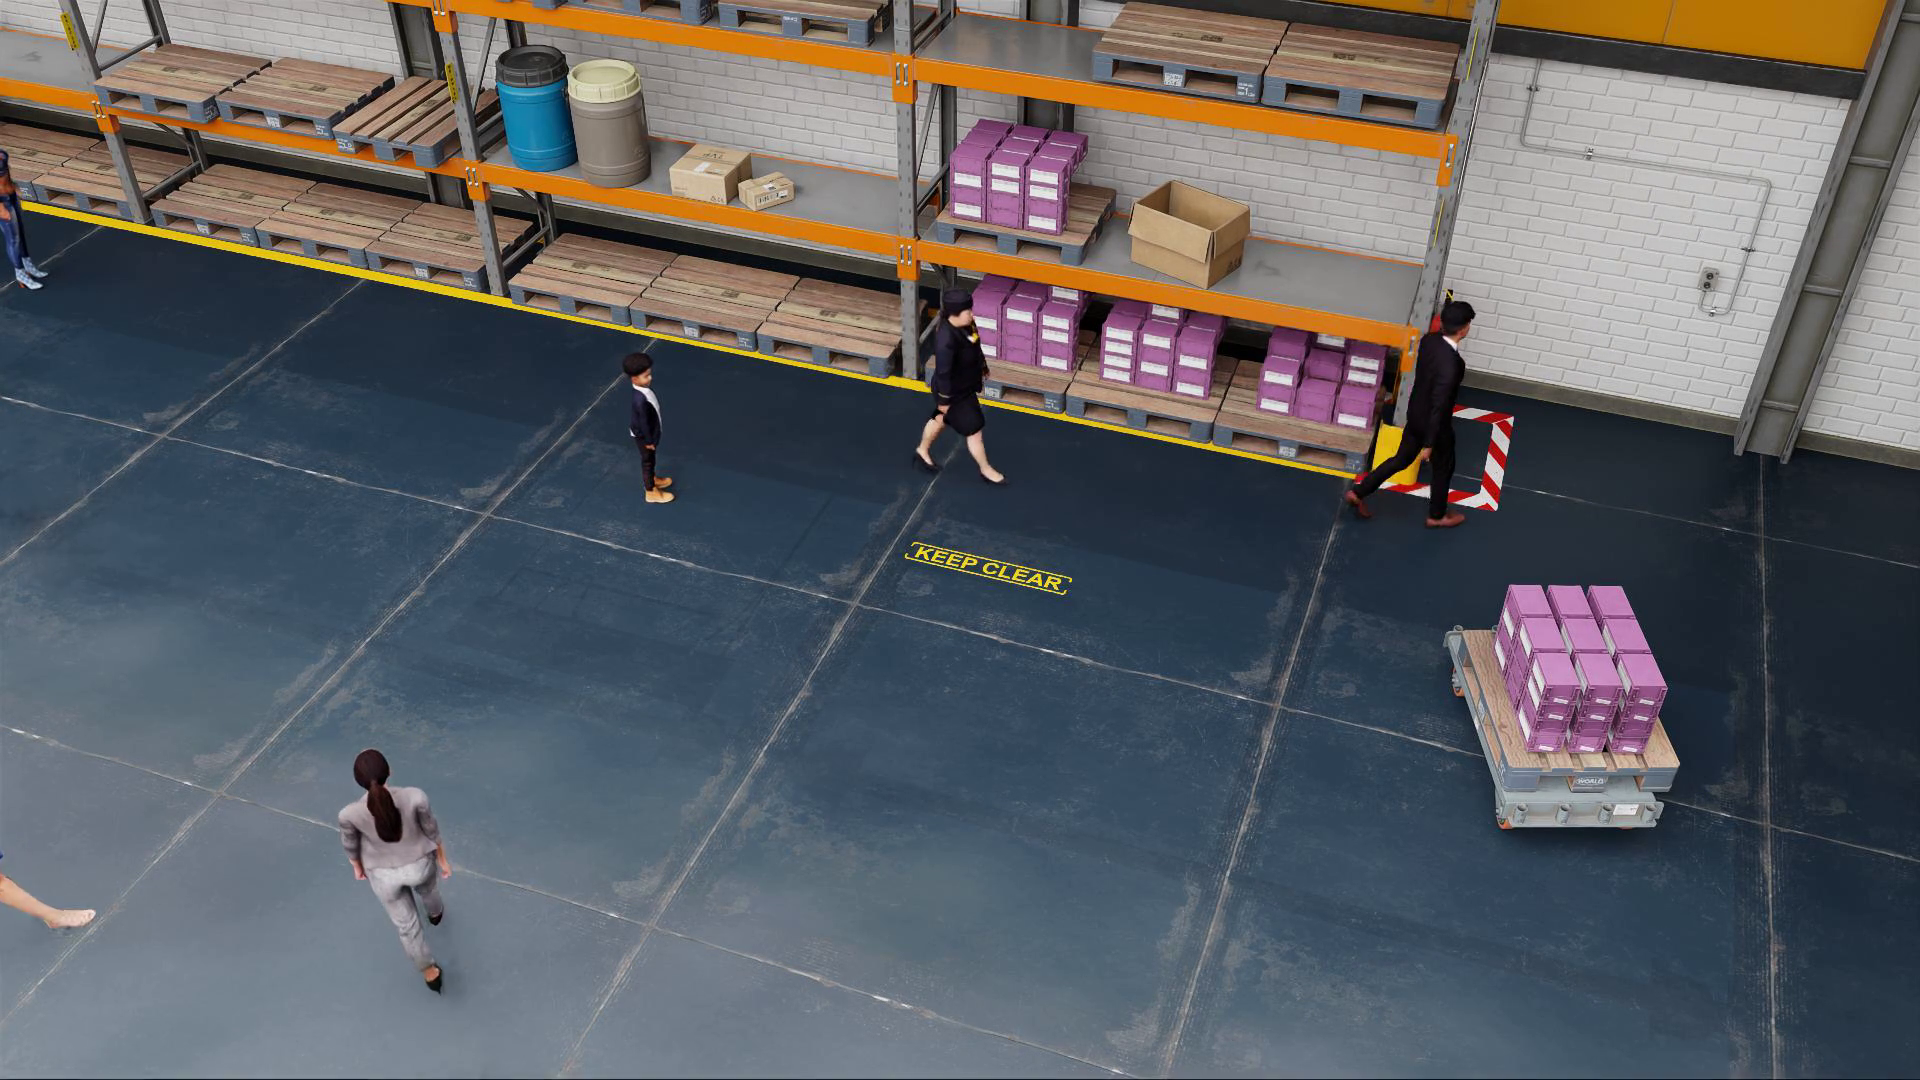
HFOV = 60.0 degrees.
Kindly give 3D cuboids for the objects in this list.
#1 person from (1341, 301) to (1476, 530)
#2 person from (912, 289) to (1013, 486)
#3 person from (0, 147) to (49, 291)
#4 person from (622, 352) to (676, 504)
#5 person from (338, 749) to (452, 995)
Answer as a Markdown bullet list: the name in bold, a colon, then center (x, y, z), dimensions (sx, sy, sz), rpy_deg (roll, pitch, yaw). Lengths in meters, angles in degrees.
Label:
- **person**: center (3.239, -0.858, 11.845), dimensions (1.256, 1.847, 1.036), rpy_deg (-4, 39, -5)
- **person**: center (-0.104, -1.127, 12.354), dimensions (1.053, 1.631, 0.749), rpy_deg (10, 40, 12)
- **person**: center (-8.451, -2.997, 14.705), dimensions (0.716, 1.620, 0.704), rpy_deg (-7, 39, -8)
- **person**: center (-2.336, -0.840, 12.321), dimensions (0.606, 1.224, 0.578), rpy_deg (-5, 39, -7)
- **person**: center (-2.893, 1.793, 8.680), dimensions (0.965, 1.654, 1.025), rpy_deg (-16, 41, -19)
